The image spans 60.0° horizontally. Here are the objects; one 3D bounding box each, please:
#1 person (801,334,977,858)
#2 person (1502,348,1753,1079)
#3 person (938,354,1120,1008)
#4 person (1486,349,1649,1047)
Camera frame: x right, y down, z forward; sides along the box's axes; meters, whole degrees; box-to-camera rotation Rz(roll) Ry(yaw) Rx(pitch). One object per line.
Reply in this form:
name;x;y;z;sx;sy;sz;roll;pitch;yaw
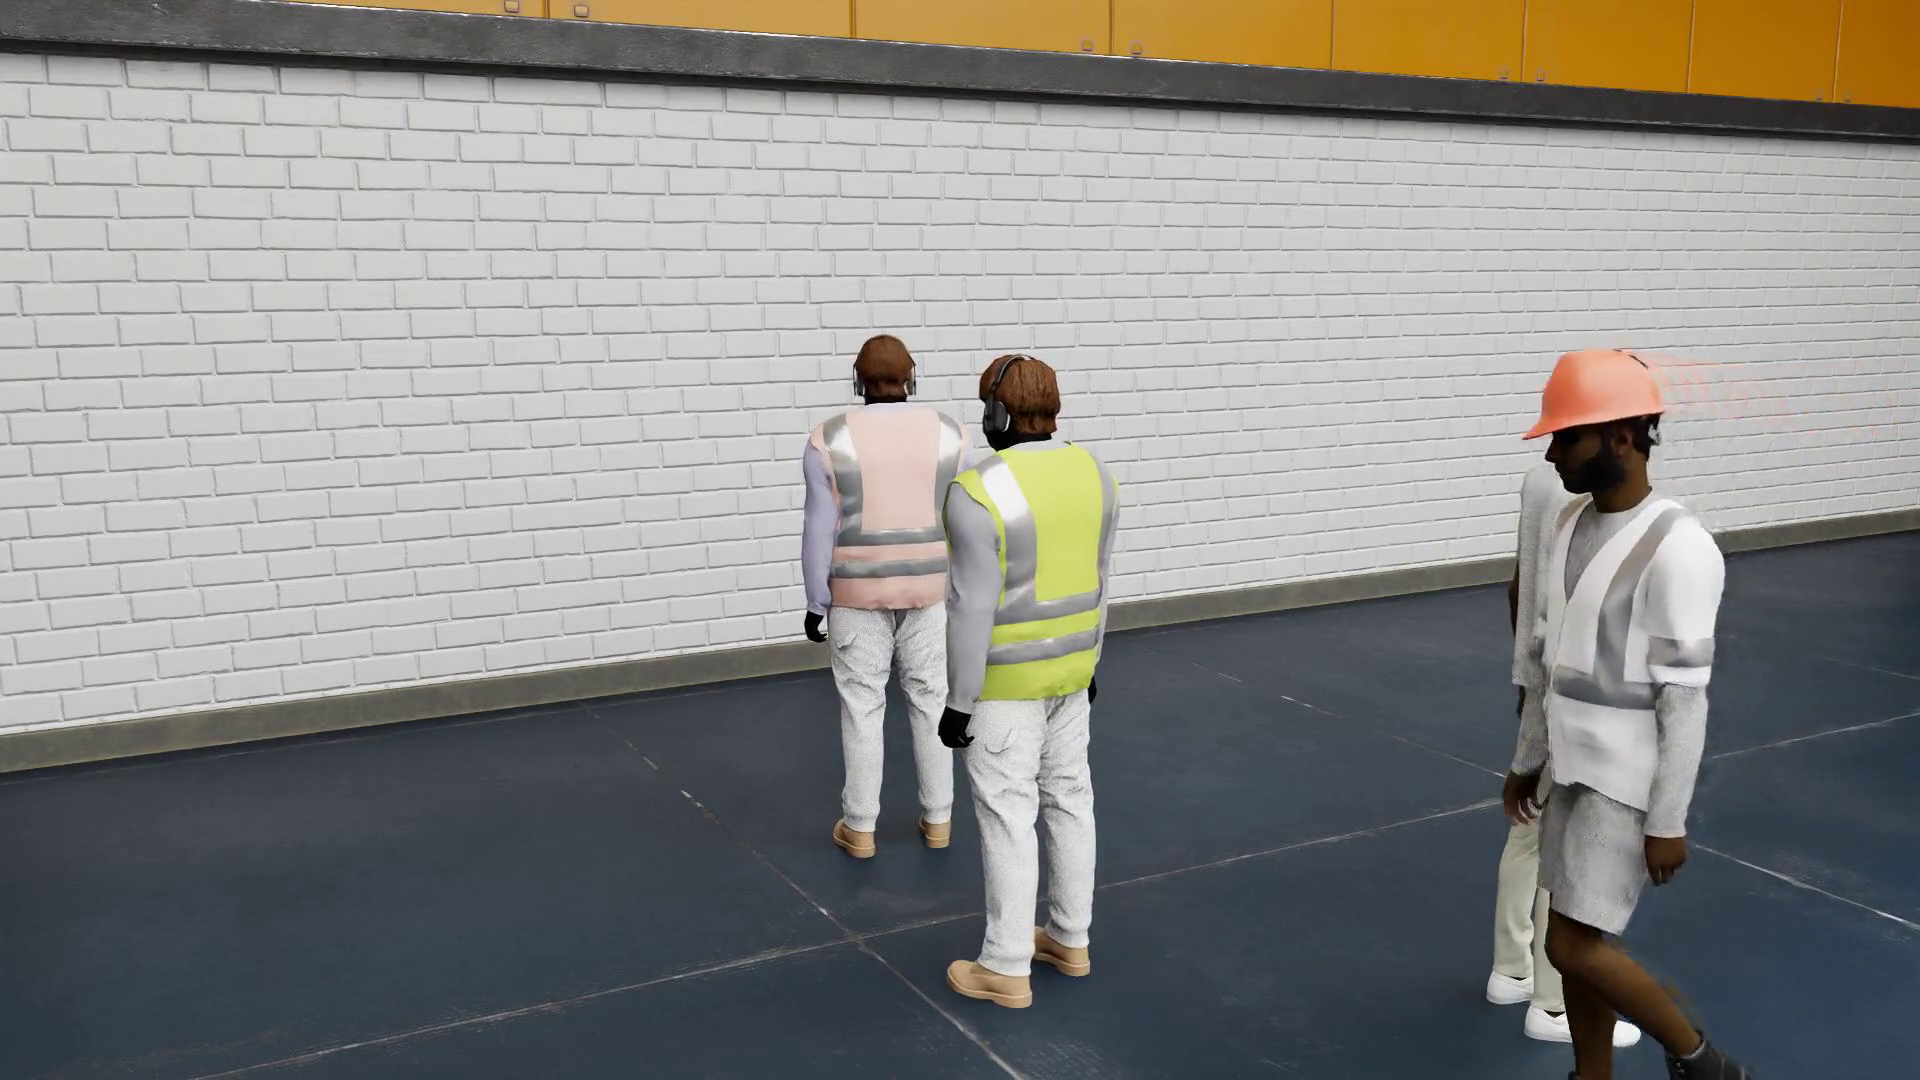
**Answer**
person;-0.254;0.198;5.881;0.633;1.839;0.429;-3;10;-16
person;1.488;0.523;3.793;0.492;1.914;0.547;-1;10;-5
person;0.170;0.396;4.737;0.626;1.843;0.430;-9;14;-43
person;1.666;0.422;4.509;0.312;1.869;0.535;-1;10;-6
